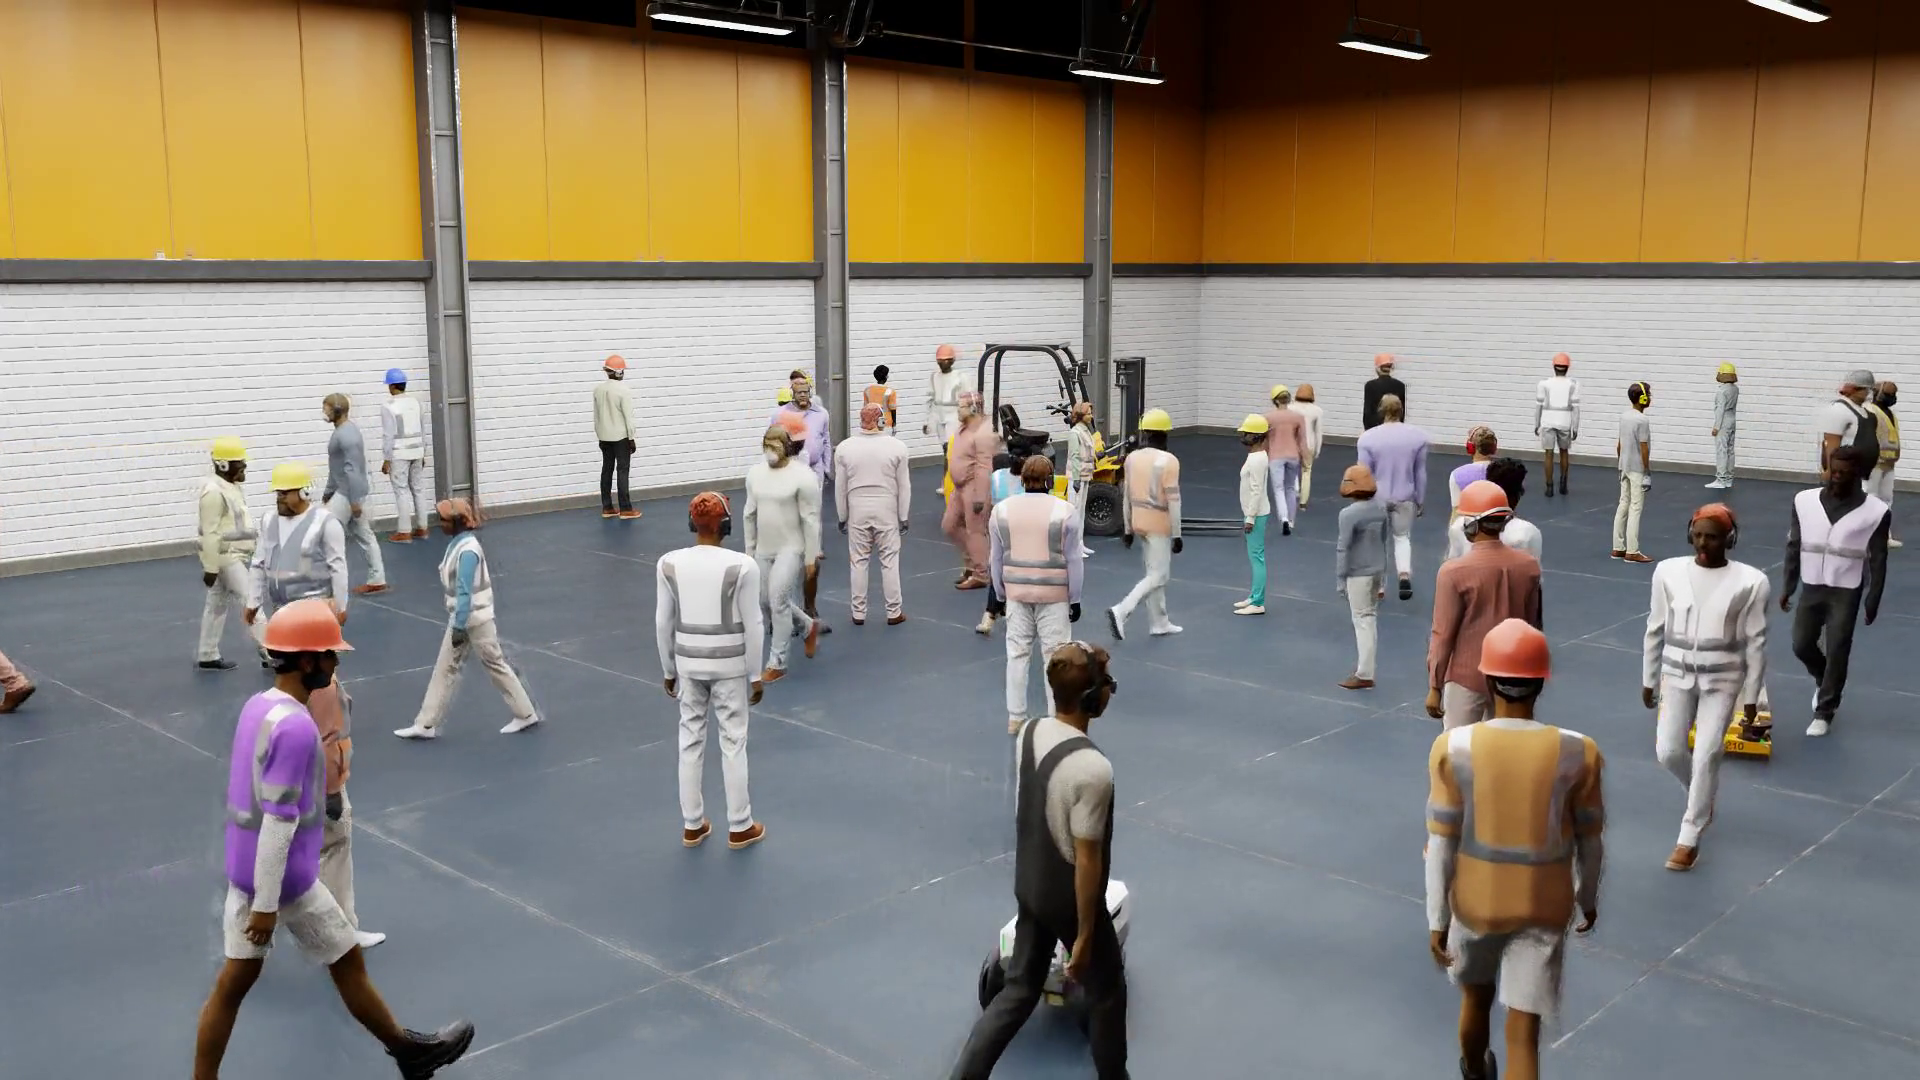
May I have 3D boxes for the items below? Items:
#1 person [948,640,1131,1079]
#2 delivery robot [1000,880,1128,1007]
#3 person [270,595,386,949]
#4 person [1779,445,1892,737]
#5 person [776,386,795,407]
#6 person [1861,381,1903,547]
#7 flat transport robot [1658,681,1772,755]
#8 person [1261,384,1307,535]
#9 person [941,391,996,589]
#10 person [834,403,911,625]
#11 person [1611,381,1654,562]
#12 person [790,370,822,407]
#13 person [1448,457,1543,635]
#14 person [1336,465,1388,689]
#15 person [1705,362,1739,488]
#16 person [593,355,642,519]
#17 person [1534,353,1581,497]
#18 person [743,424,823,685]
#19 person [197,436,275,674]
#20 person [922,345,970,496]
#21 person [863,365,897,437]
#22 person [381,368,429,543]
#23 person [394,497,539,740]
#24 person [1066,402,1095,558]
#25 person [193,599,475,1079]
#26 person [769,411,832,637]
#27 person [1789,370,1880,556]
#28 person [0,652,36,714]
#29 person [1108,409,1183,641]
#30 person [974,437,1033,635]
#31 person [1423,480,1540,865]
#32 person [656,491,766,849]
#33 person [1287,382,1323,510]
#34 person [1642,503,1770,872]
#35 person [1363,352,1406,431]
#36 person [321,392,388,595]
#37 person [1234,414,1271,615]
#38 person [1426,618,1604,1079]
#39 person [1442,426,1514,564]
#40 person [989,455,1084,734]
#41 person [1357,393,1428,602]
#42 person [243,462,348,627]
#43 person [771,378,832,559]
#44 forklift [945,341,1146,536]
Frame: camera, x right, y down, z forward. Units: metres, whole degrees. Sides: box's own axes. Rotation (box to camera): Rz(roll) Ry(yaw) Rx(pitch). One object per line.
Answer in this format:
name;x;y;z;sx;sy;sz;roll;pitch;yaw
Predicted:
person;0.297;1.229;5.630;0.923;1.816;0.532;-6;11;-33
delivery robot;0.439;1.600;6.872;0.477;0.478;0.707;4;10;24
person;-2.843;1.047;7.253;0.507;1.624;0.530;-7;12;-38
person;5.727;0.317;10.896;0.613;1.906;0.597;9;13;43
person;-1.865;-0.798;18.165;0.533;1.765;0.330;5;10;28
person;10.010;-0.845;18.294;0.635;1.826;0.724;-7;12;-38
flat transport robot;4.983;1.113;11.010;0.652;0.197;1.431;4;10;23
person;3.741;-0.926;19.122;0.529;1.708;0.795;-1;9;-7
person;0.078;-0.464;15.711;0.435;1.890;0.683;-4;10;-22
person;-0.737;-0.216;14.180;0.643;1.902;0.399;1;9;5
person;7.011;-0.705;17.258;0.328;1.876;0.514;-2;9;-11
person;-1.880;-1.186;20.426;0.581;1.816;0.972;3;10;16
person;3.157;0.463;9.946;0.964;1.932;0.613;-7;11;-36
person;2.940;0.265;12.110;0.564;1.610;0.405;-8;12;-39
person;10.587;-1.587;23.070;0.484;1.744;0.295;-8;12;-40
person;-4.181;-1.254;20.251;0.620;1.994;0.381;6;11;31
person;8.017;-1.552;22.364;0.557;1.899;0.852;3;10;16
person;-1.275;0.079;12.331;0.628;1.915;0.762;6;11;34
person;-5.360;0.118;12.461;0.866;1.791;0.599;-3;10;-15
person;-0.238;-1.593;22.248;0.634;2.012;0.872;6;11;31
person;-1.120;-1.619;23.428;0.530;1.689;0.322;4;10;25
person;-6.178;-0.938;18.466;0.409;1.943;0.614;5;10;26
person;-3.162;0.509;10.692;0.899;1.588;0.523;-5;10;-27
person;1.269;-0.638;17.556;0.311;1.642;0.513;3;10;18
person;-2.317;1.146;5.904;1.069;1.868;0.565;-7;12;-38
person;-1.364;-0.110;13.538;0.622;1.893;0.584;5;11;29
person;9.398;-0.866;17.737;0.971;2.000;0.734;8;12;41
person;-6.783;0.303;11.108;0.948;1.872;0.658;-2;10;-14
person;1.529;-0.118;13.560;0.789;1.907;0.596;-6;11;-31
person;0.434;-0.021;13.683;0.548;1.657;0.836;5;11;29
person;2.614;0.689;8.377;0.619;1.985;0.407;-4;10;-22
person;-1.298;0.685;8.714;0.574;1.881;0.357;2;10;14
person;4.297;-1.171;20.902;0.519;1.614;0.389;1;9;6
person;3.818;0.723;8.530;0.589;1.866;0.688;8;12;40
person;5.534;-1.487;21.844;0.655;1.934;1.033;-2;9;-13
person;-5.741;-0.397;15.281;0.900;1.905;0.649;-3;10;-17
person;2.575;-0.225;14.639;0.307;1.772;0.525;2;9;11
person;1.848;1.200;5.583;0.557;1.883;1.018;4;10;21
person;3.967;0.055;12.687;0.572;1.843;0.373;-3;10;-18
person;0.509;0.364;10.806;0.622;1.843;0.429;3;10;20
person;3.895;-0.365;15.030;0.642;1.919;0.568;0;9;1
person;-4.285;0.402;10.658;0.596;1.807;0.613;4;10;22
person;-1.639;-0.733;17.330;0.654;1.906;0.408;-4;10;-21
forklift;0.977;-1.223;19.452;2.313;2.155;1.214;2;9;11
